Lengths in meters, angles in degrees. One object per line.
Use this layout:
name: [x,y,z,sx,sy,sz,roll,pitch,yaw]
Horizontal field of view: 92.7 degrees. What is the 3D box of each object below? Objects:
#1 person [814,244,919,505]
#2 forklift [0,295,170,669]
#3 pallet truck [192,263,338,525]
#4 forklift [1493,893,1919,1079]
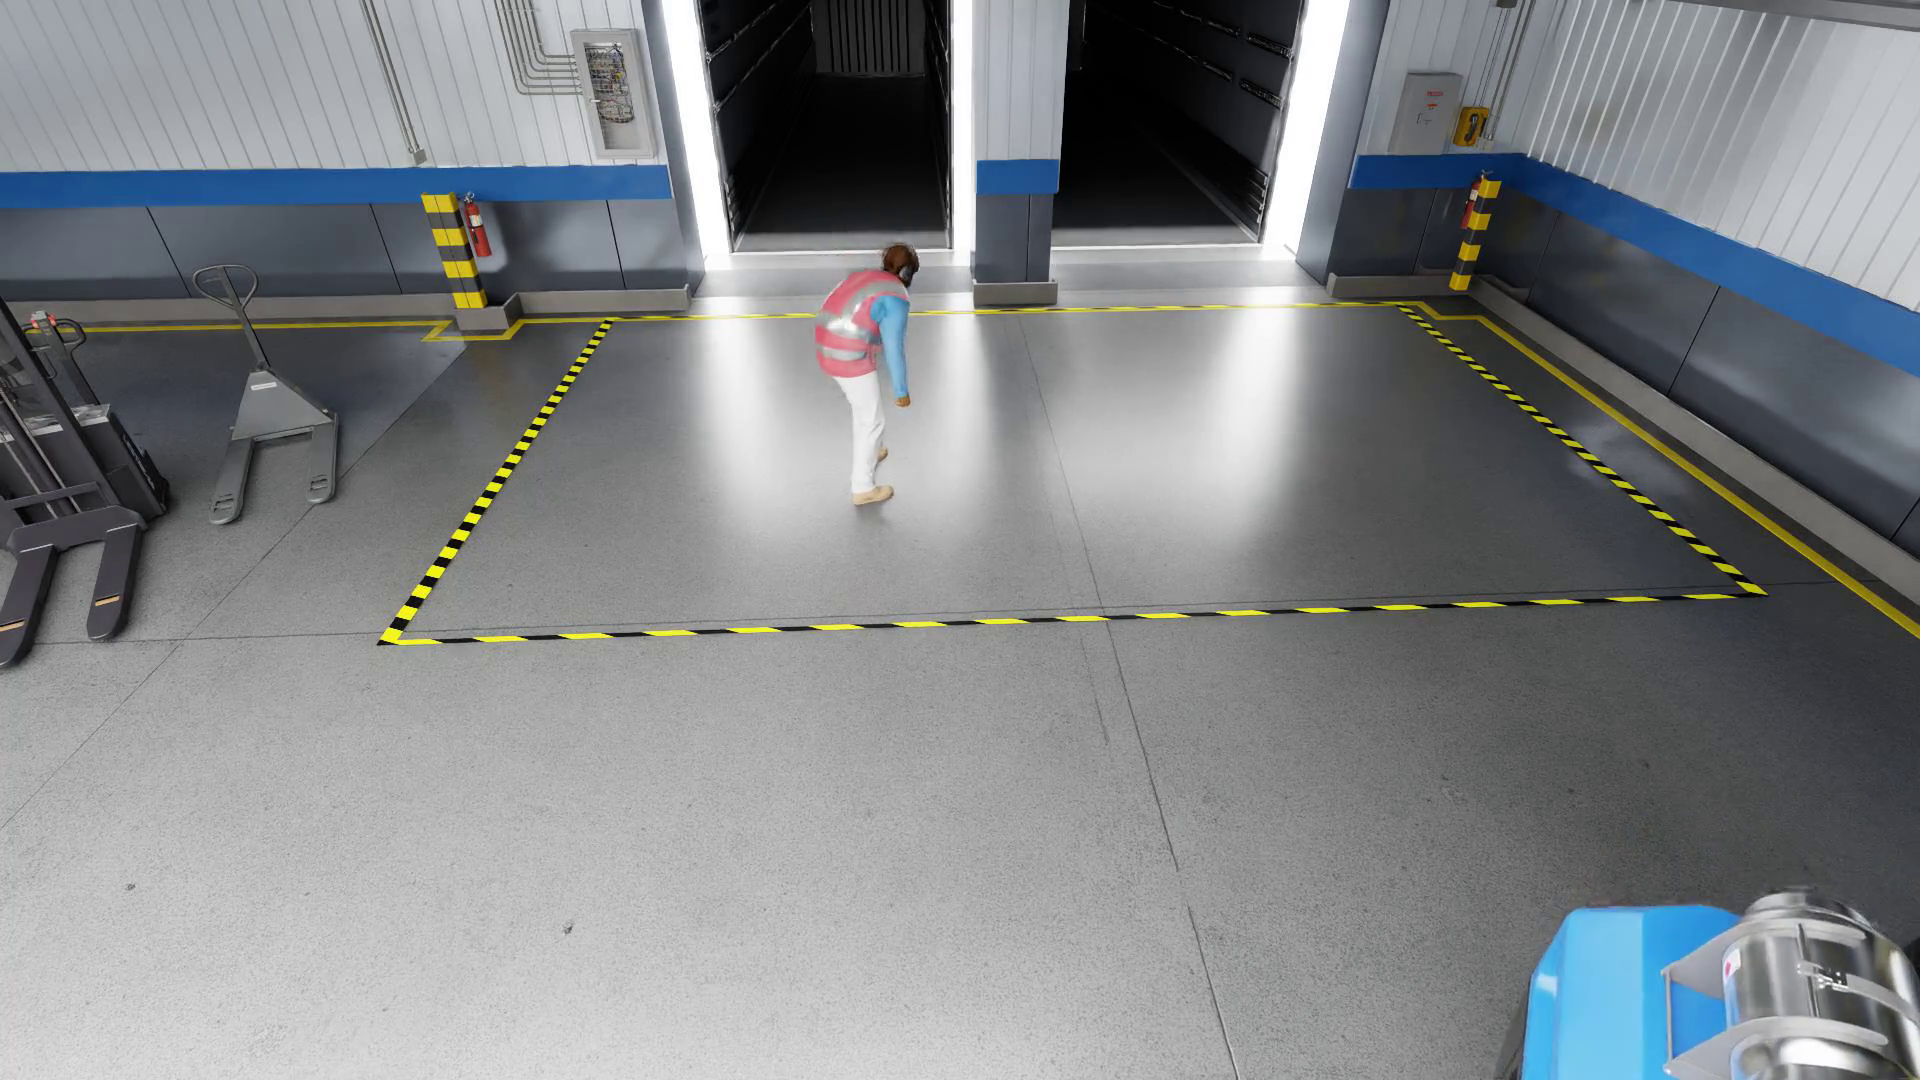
person: [-0.556,-1.117,6.044,0.802,1.507,0.835,-18,39,-24]
forklift: [-5.212,-0.618,4.878,0.823,1.965,1.885,-20,39,-26]
pallet truck: [-4.778,-1.027,6.128,0.680,1.201,1.601,-17,38,-23]
forklift: [2.666,1.437,1.615,2.680,2.036,1.157,19,39,25]
